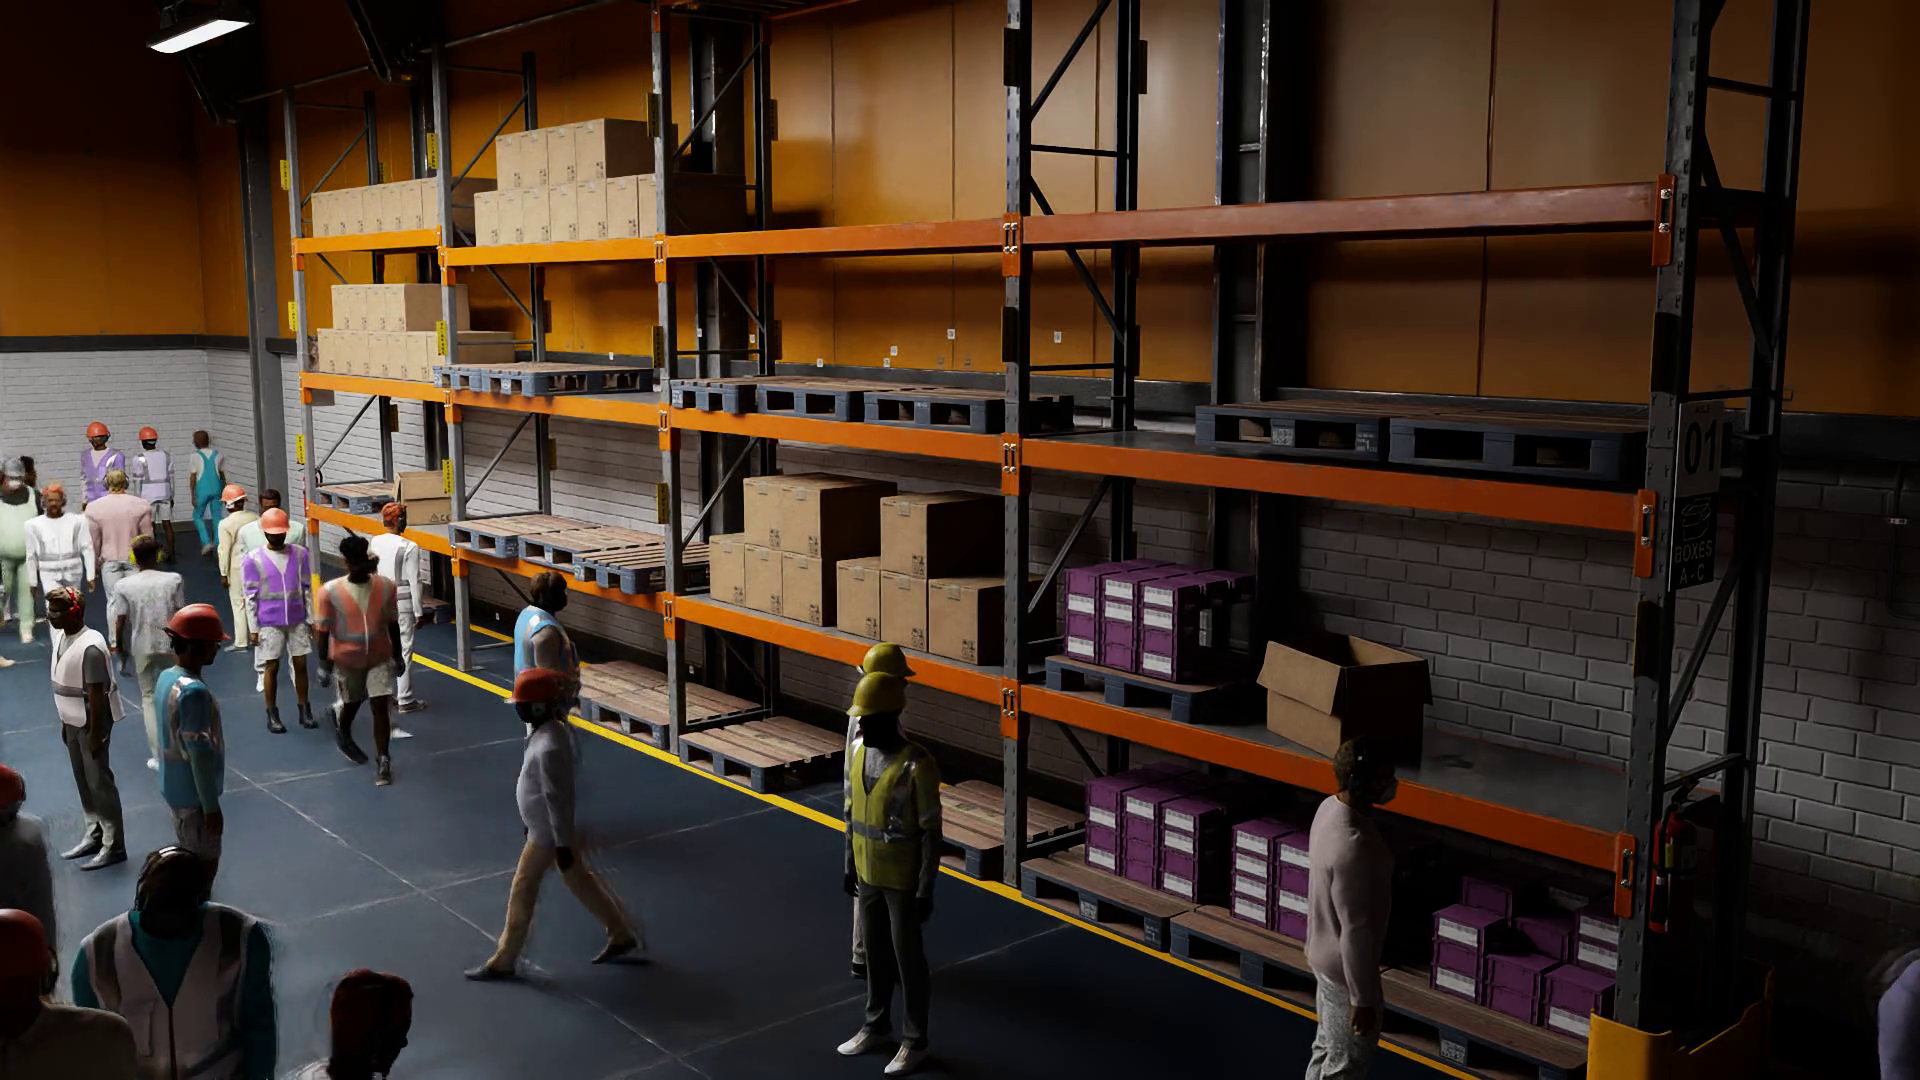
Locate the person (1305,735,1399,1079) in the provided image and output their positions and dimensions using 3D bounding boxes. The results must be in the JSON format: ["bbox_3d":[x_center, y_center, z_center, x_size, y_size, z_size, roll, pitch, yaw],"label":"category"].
[{"bbox_3d":[1.572,1.728,6.684,0.361,1.939,0.635,1,8,4],"label":"person"}]

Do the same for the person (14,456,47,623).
[{"bbox_3d":[-10.625,-0.016,18.884,0.580,1.923,0.694,0,8,1],"label":"person"}]

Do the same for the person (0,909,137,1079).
[{"bbox_3d":[-2.629,1.990,4.715,0.618,1.986,0.408,-4,9,-24],"label":"person"}]

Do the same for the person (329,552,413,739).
[{"bbox_3d":[-4.896,0.875,13.732,0.602,1.613,0.524,-2,8,-13],"label":"person"}]

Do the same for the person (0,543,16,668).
[{"bbox_3d":[-9.682,0.434,16.505,0.539,1.698,0.318,4,9,25],"label":"person"}]

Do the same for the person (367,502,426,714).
[{"bbox_3d":[-5.002,0.603,14.745,0.567,1.878,0.350,3,9,20],"label":"person"}]

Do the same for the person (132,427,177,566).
[{"bbox_3d":[-11.092,-0.594,22.882,0.383,1.932,0.545,7,11,41],"label":"person"}]

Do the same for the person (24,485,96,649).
[{"bbox_3d":[-8.930,0.368,16.526,0.583,1.842,0.984,-5,10,-33],"label":"person"}]

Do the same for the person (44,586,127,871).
[{"bbox_3d":[-5.639,1.197,10.754,0.561,1.836,0.392,7,11,42],"label":"person"}]

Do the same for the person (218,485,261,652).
[{"bbox_3d":[-7.510,0.292,17.351,0.354,1.742,0.566,3,9,22],"label":"person"}]

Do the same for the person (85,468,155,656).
[{"bbox_3d":[-8.628,0.225,17.137,0.629,1.940,0.373,-4,9,-24],"label":"person"}]

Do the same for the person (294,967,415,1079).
[{"bbox_3d":[-1.644,2.079,4.563,0.672,1.845,0.642,-6,10,-35],"label":"person"}]

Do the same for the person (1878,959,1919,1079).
[{"bbox_3d":[3.120,1.954,5.325,0.645,1.902,0.987,-3,9,-18],"label":"person"}]

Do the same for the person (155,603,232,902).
[{"bbox_3d":[-4.108,1.351,9.008,0.405,2.032,0.611,-6,10,-37],"label":"person"}]

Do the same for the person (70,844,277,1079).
[{"bbox_3d":[-2.688,1.924,5.705,0.664,1.829,0.432,-3,9,-22],"label":"person"}]

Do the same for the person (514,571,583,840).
[{"bbox_3d":[-2.784,1.118,11.270,0.428,1.840,0.631,-4,9,-26],"label":"person"}]

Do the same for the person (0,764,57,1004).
[{"bbox_3d":[-4.102,1.767,7.233,0.322,1.718,0.705,-3,9,-20],"label":"person"}]

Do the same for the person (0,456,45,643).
[{"bbox_3d":[-10.160,0.074,17.832,0.706,2.000,0.722,-8,11,-43],"label":"person"}]

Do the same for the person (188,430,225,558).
[{"bbox_3d":[-10.652,-0.646,23.579,0.537,1.822,0.447,-8,11,-42],"label":"person"}]

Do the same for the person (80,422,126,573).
[{"bbox_3d":[-11.458,-0.559,22.227,0.606,2.044,0.374,0,8,2],"label":"person"}]

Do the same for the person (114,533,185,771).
[{"bbox_3d":[-6.286,0.873,12.970,0.522,1.844,0.505,-6,10,-37],"label":"person"}]

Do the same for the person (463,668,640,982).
[{"bbox_3d":[-2.194,1.518,8.968,0.923,1.707,0.572,-1,8,-10],"label":"person"}]

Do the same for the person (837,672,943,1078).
[{"bbox_3d":[-0.351,1.564,7.868,0.594,1.924,0.383,8,11,44],"label":"person"}]

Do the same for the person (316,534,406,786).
[{"bbox_3d":[-4.604,0.871,12.764,0.665,1.917,0.928,-5,10,-30],"label":"person"}]

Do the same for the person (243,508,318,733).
[{"bbox_3d":[-5.734,0.678,14.057,0.549,1.923,0.390,-7,10,-38],"label":"person"}]

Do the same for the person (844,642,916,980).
[{"bbox_3d":[-0.424,1.453,8.992,0.403,1.825,0.593,0,8,-1],"label":"person"}]

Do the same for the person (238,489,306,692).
[{"bbox_3d":[-6.429,0.463,15.608,0.590,1.909,0.390,-3,9,-23],"label":"person"}]
